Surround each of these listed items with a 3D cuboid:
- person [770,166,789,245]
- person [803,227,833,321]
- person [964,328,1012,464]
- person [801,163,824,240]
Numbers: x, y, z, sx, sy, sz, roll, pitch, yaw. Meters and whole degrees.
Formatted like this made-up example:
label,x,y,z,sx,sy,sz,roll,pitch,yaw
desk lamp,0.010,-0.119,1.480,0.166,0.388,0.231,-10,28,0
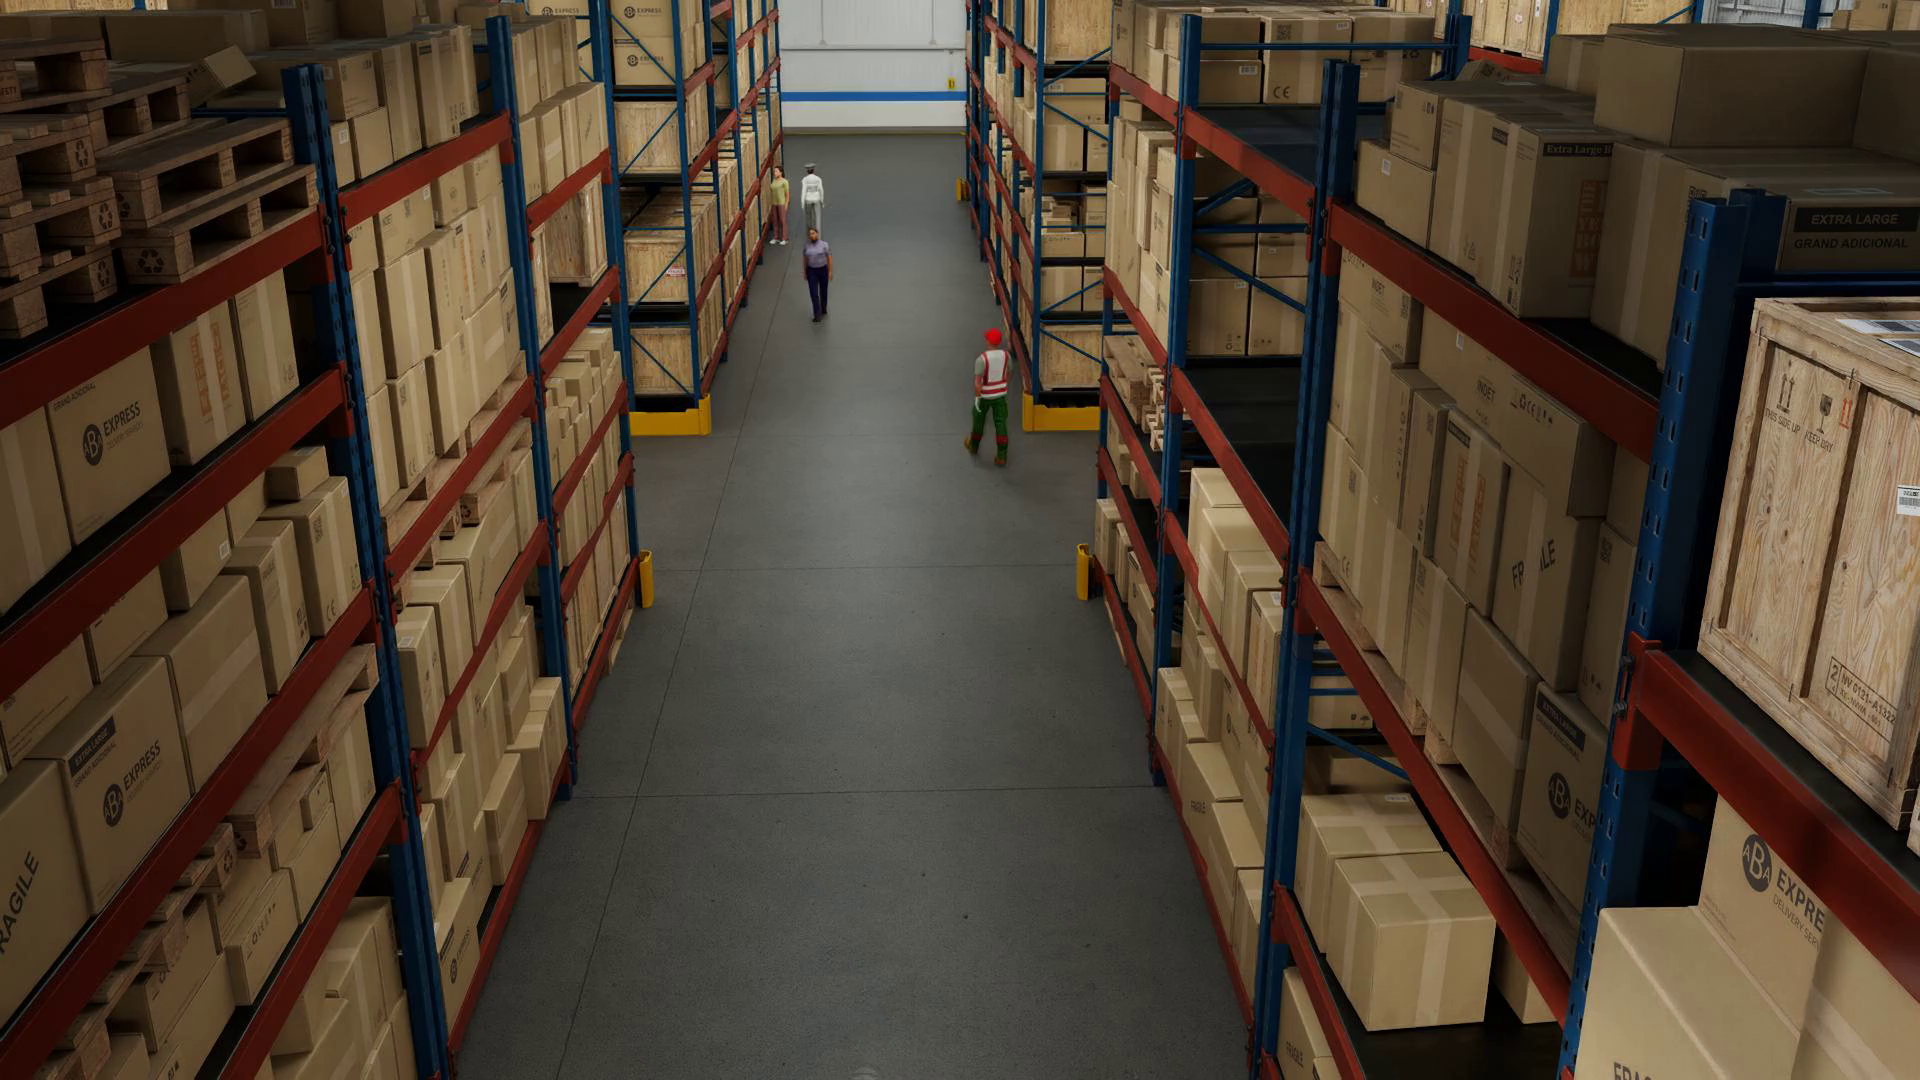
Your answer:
label,x,y,z,sx,sy,sz,roll,pitch,yaw
person,-3.934,-7.281,36.140,0.433,1.671,0.399,12,24,29
person,-2.498,-4.708,29.310,0.511,1.597,0.984,-1,21,-4
person,0.372,-1.921,21.580,0.547,1.758,0.877,-7,22,-18
person,-3.243,-7.448,36.591,0.509,1.632,0.907,-2,21,-7
